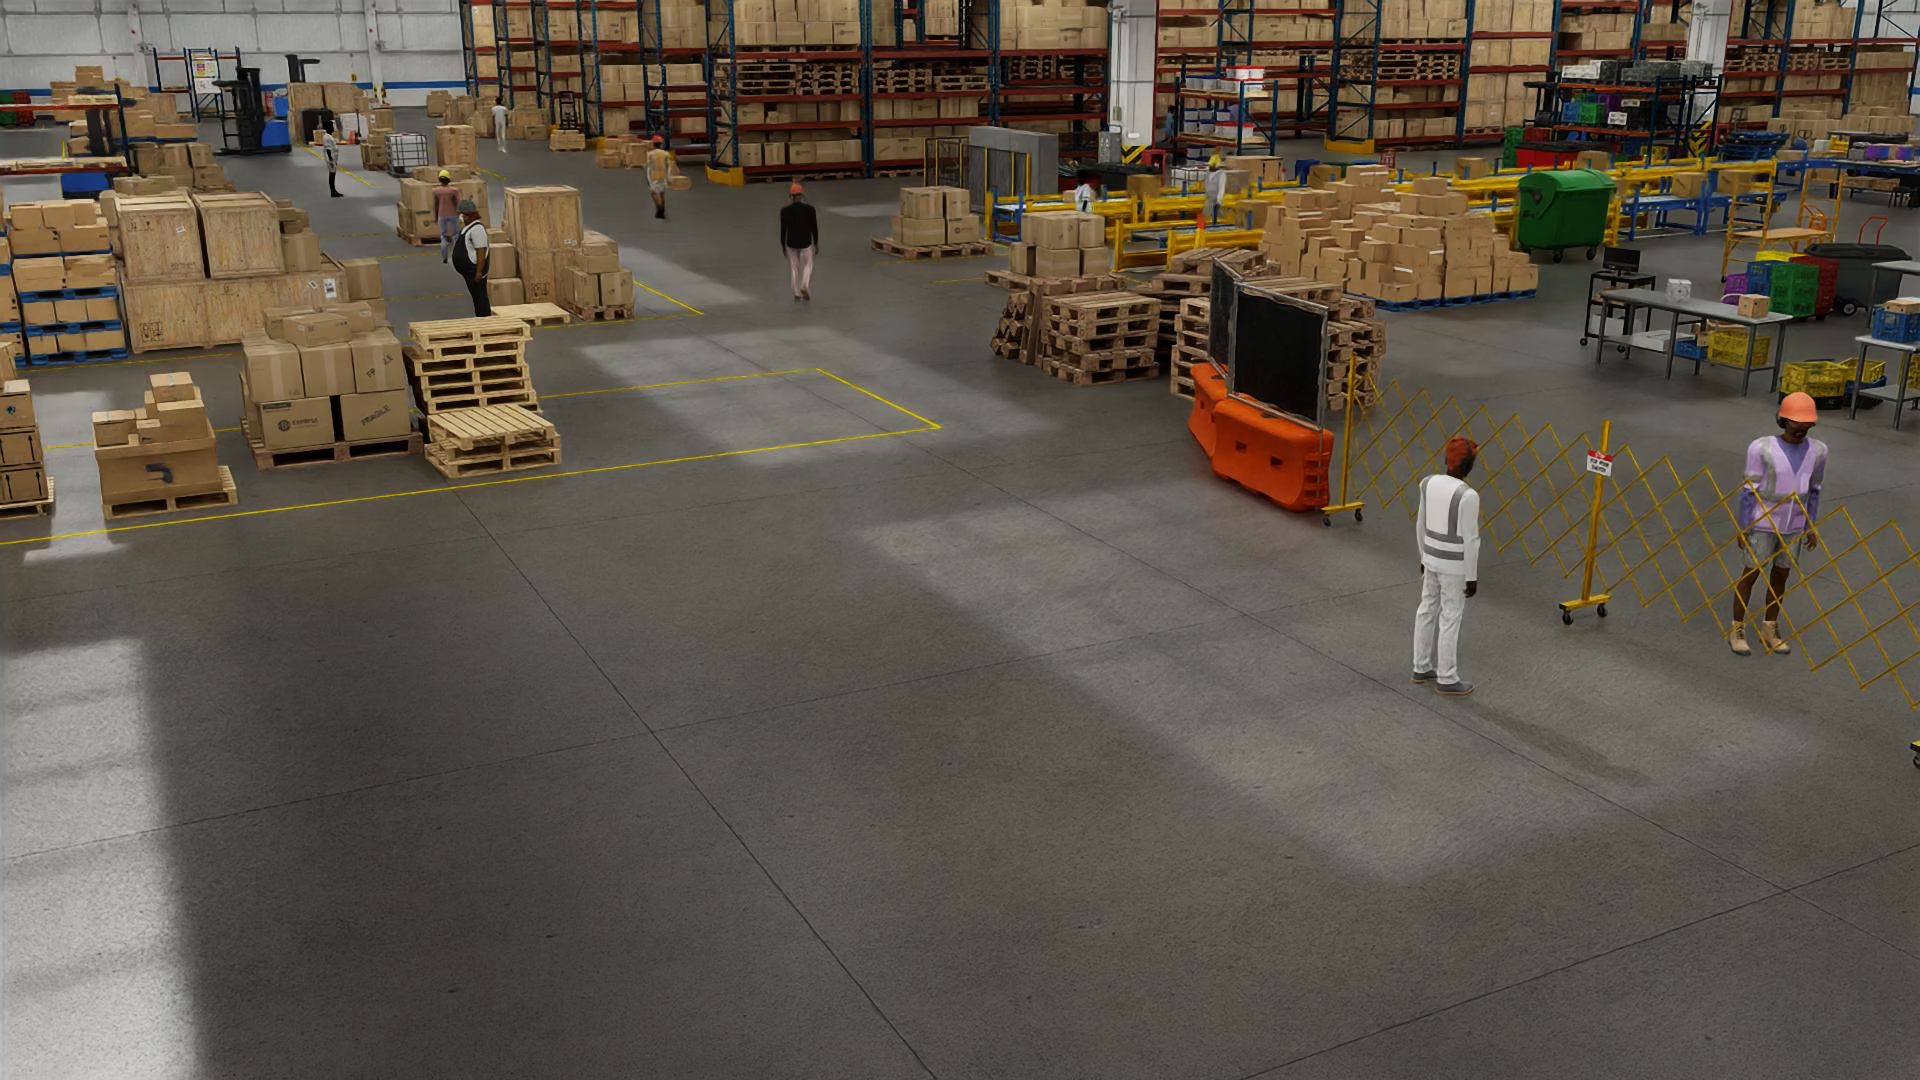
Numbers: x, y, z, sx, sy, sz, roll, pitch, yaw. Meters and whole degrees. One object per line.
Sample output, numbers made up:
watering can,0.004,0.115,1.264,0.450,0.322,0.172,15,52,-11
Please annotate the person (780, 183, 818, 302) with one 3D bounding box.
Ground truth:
person,-2.684,-4.956,27.738,0.637,1.974,0.444,0,18,0

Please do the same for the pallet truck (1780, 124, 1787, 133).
pallet truck,25.206,-12.542,52.601,1.601,1.201,0.680,0,18,-2

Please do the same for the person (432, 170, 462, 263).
person,-9.872,-6.233,32.067,0.531,1.765,0.327,-3,18,-9

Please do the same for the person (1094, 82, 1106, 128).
person,5.759,-17.850,68.146,0.558,1.867,1.120,-1,18,-2

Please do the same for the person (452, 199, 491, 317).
person,-7.310,-4.072,24.883,0.536,2.000,0.688,-8,20,-24

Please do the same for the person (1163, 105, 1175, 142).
person,6.975,-13.606,55.241,0.897,1.638,0.545,-1,18,-3

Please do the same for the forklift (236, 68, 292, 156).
forklift,-23.456,-14.228,55.191,1.129,2.768,1.873,14,22,37

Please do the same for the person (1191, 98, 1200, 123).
person,9.312,-16.907,65.575,0.382,1.612,0.546,0,18,1

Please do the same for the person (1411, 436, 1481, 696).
person,3.485,0.182,11.870,0.356,1.887,0.572,-8,20,-24

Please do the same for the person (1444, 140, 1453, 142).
person,17.881,-15.352,60.705,0.284,1.633,0.500,17,24,42

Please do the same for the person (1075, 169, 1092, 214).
person,2.511,-6.598,33.374,0.841,1.662,0.535,-7,19,-20

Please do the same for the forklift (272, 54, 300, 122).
forklift,-28.211,-19.167,70.589,1.873,2.768,1.129,-9,20,-26

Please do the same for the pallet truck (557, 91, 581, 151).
pallet truck,-13.495,-14.412,57.188,0.823,1.965,1.885,-3,18,-9

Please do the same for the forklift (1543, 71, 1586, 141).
forklift,18.685,-13.231,52.085,1.873,2.768,1.129,-9,20,-26

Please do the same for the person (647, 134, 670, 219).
person,-7.018,-8.447,38.702,0.565,1.927,0.394,-10,20,-27

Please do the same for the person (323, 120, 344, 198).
person,-16.251,-9.854,43.028,0.367,1.966,0.607,-4,18,-13

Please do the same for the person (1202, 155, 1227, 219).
person,5.287,-7.165,34.926,0.941,1.782,0.619,-9,20,-27

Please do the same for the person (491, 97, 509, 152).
person,-15.643,-14.131,56.609,0.516,1.818,0.996,-5,18,-14

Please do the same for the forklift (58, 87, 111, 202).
forklift,-21.836,-10.006,42.028,1.873,2.768,1.129,-9,20,-26

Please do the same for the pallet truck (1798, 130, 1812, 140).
pallet truck,25.526,-11.556,49.408,1.630,1.274,0.653,-9,20,-26

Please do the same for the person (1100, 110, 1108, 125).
person,6.076,-17.981,68.942,0.780,1.599,0.515,-7,19,-19

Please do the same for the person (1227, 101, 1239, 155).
person,9.107,-13.692,55.060,0.632,1.923,0.708,-11,21,-30

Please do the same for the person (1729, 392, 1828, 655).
person,6.181,-0.117,12.548,0.605,2.045,0.378,-1,18,-2
